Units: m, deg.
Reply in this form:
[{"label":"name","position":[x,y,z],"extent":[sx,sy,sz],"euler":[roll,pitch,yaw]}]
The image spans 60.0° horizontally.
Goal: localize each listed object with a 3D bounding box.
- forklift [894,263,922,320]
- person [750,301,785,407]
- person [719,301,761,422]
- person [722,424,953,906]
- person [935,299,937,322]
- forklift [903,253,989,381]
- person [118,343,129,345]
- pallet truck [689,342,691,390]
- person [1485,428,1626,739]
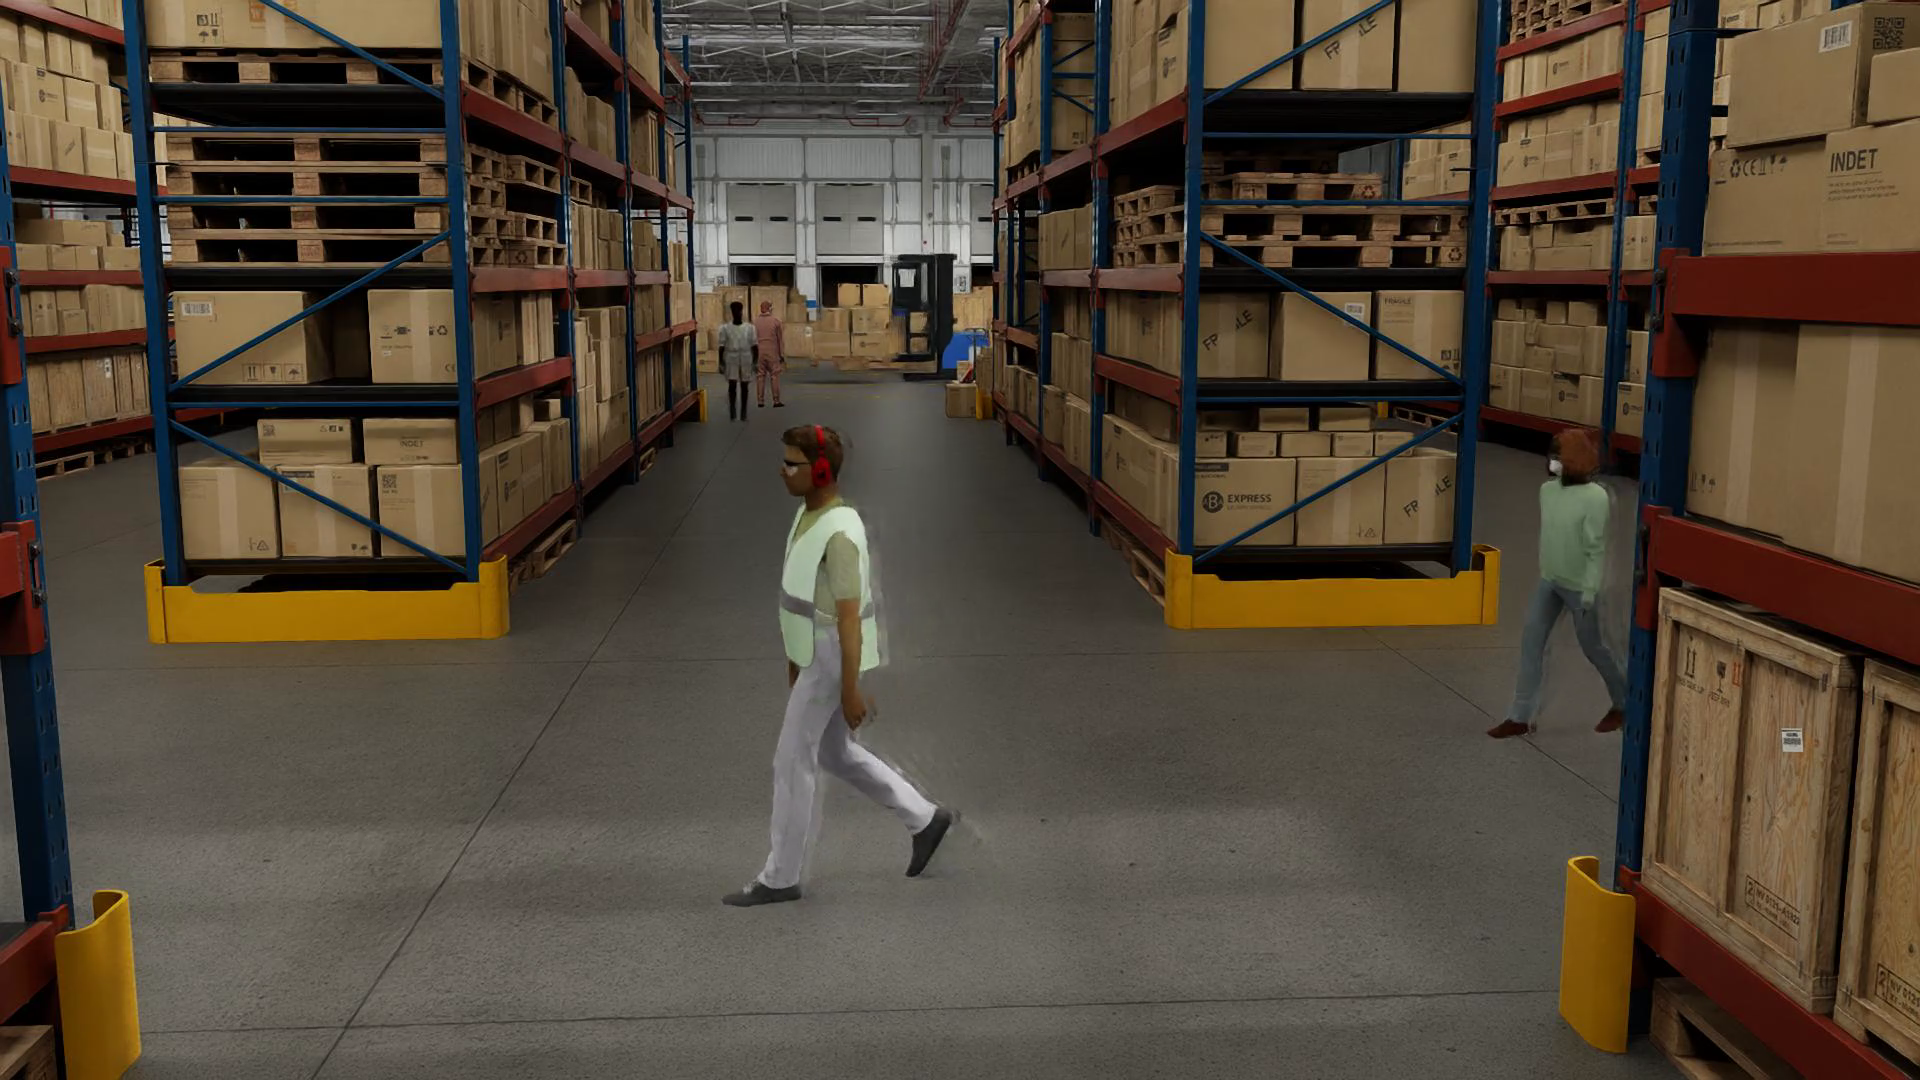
[{"label":"forklift","position":[-1.987,-9.022,62.479],"extent":[1.129,2.768,1.873],"euler":[-1,9,-4]},{"label":"person","position":[-3.432,-3.317,29.729],"extent":[0.639,1.901,0.406],"euler":[2,9,10]},{"label":"person","position":[-3.529,-2.850,26.686],"extent":[0.627,1.929,0.792],"euler":[-2,9,-15]},{"label":"person","position":[-0.459,0.464,6.259],"extent":[0.846,1.823,0.576],"euler":[-2,9,-12]},{"label":"person","position":[-0.530,-7.282,54.504],"extent":[0.627,1.940,0.372],"euler":[5,10,27]},{"label":"forklift","position":[-0.309,-4.918,36.708],"extent":[1.873,2.768,1.129],"euler":[-1,9,-5]},{"label":"person","position":[-16.212,-3.590,32.090],"extent":[0.368,1.684,0.556],"euler":[3,10,19]},{"label":"pallet truck","position":[-5.225,-3.008,27.480],"extent":[1.885,1.965,0.823],"euler":[2,9,14]},{"label":"person","position":[3.132,0.222,8.458],"extent":[0.832,1.597,0.510],"euler":[-3,10,-19]}]
